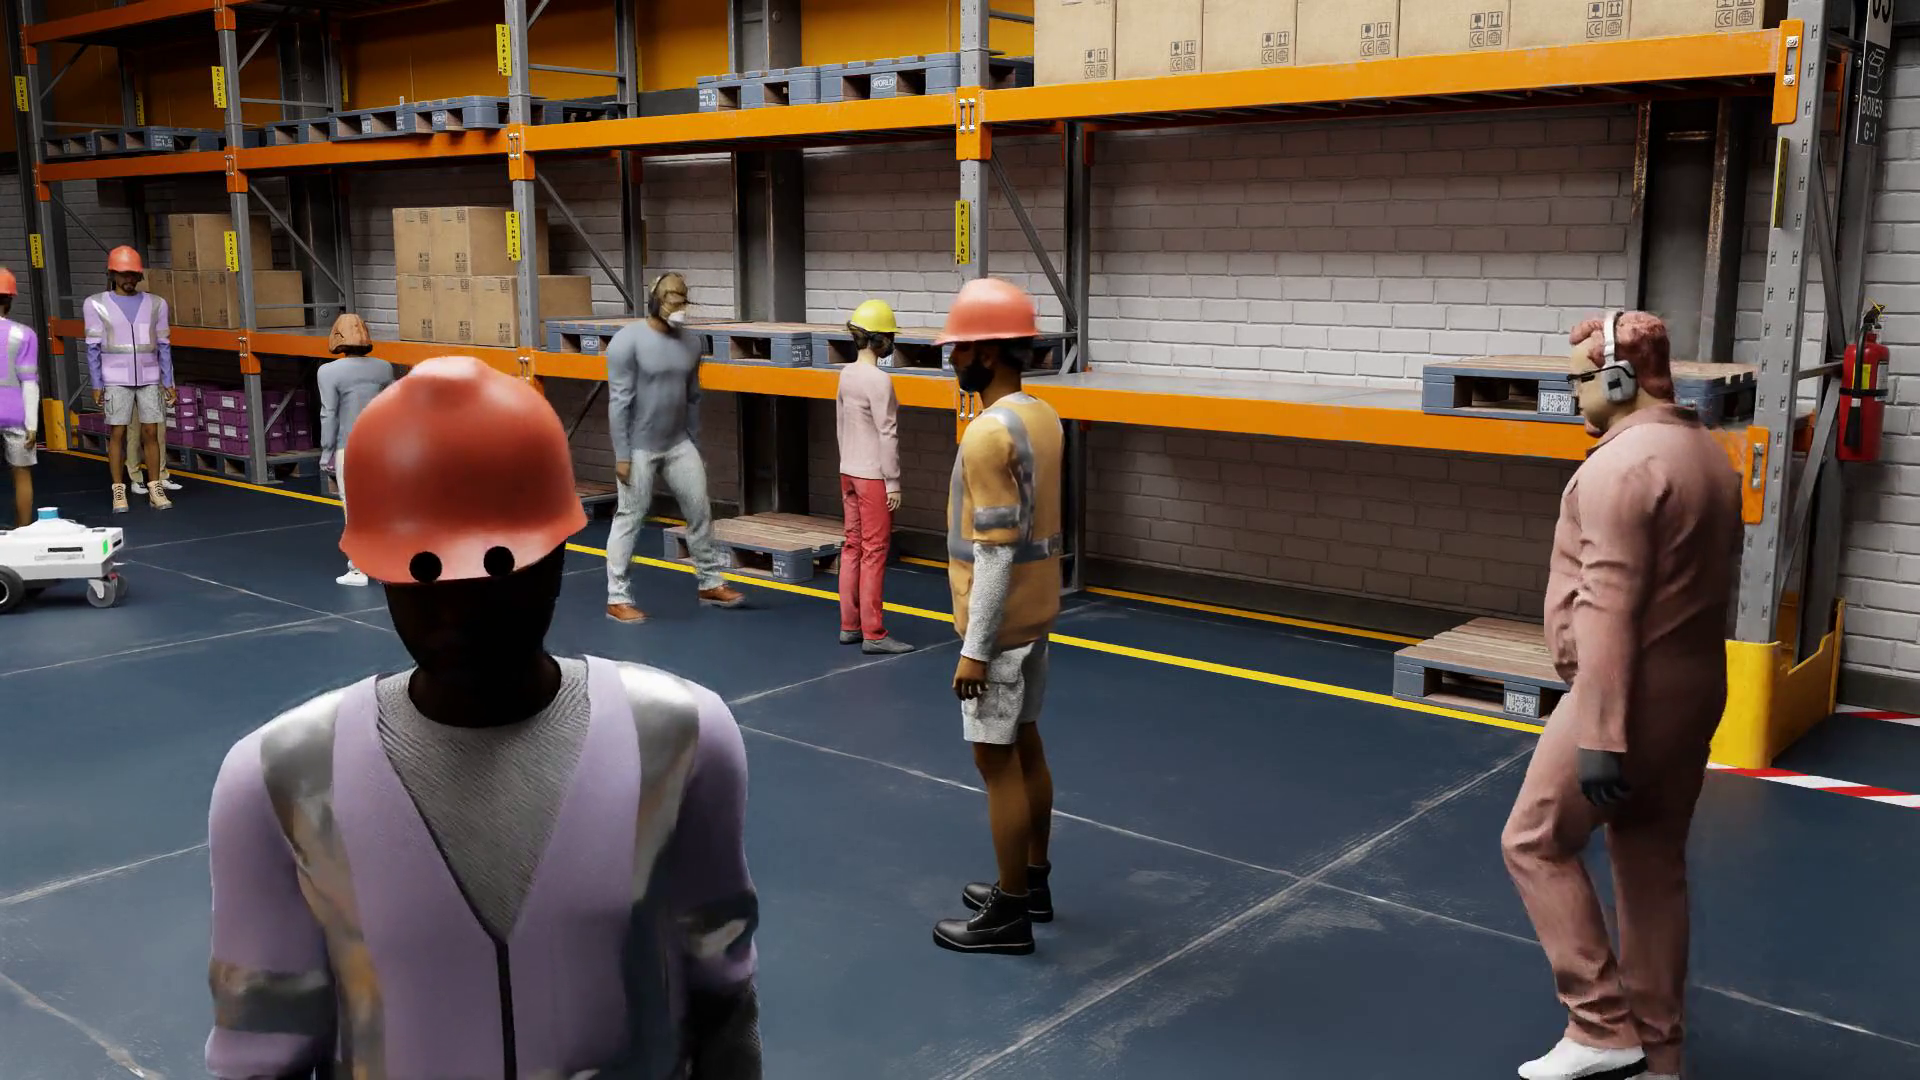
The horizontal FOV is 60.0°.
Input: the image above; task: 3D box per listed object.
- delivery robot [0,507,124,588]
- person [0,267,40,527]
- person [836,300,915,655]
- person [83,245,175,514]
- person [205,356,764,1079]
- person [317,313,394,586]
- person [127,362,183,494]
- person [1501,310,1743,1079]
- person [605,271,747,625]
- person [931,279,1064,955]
[{"bbox_3d":[-5.137,0.059,9.404,0.707,0.478,0.477,-2,10,-12],"label":"delivery robot"},{"bbox_3d":[-6.188,-0.792,10.669,0.548,1.912,0.781,-2,10,-14],"label":"person"},{"bbox_3d":[-0.432,-0.312,8.342,0.316,1.766,0.533,-5,11,-28],"label":"person"},{"bbox_3d":[-6.351,-1.229,12.775,0.605,2.043,0.379,-8,13,-38],"label":"person"},{"bbox_3d":[-0.443,0.786,1.674,0.584,1.911,0.775,-3,10,-16],"label":"person"},{"bbox_3d":[-3.618,-0.541,10.021,0.268,1.632,0.507,8,13,38],"label":"person"},{"bbox_3d":[-6.740,-1.199,13.790,0.277,1.628,0.500,6,12,31],"label":"person"},{"bbox_3d":[1.582,0.400,3.964,0.678,1.877,0.474,-10,14,-44],"label":"person"},{"bbox_3d":[-1.616,-0.498,9.025,0.465,1.909,0.721,8,13,39],"label":"person"},{"bbox_3d":[0.096,0.225,4.795,0.367,1.934,0.553,3,11,19],"label":"person"}]
